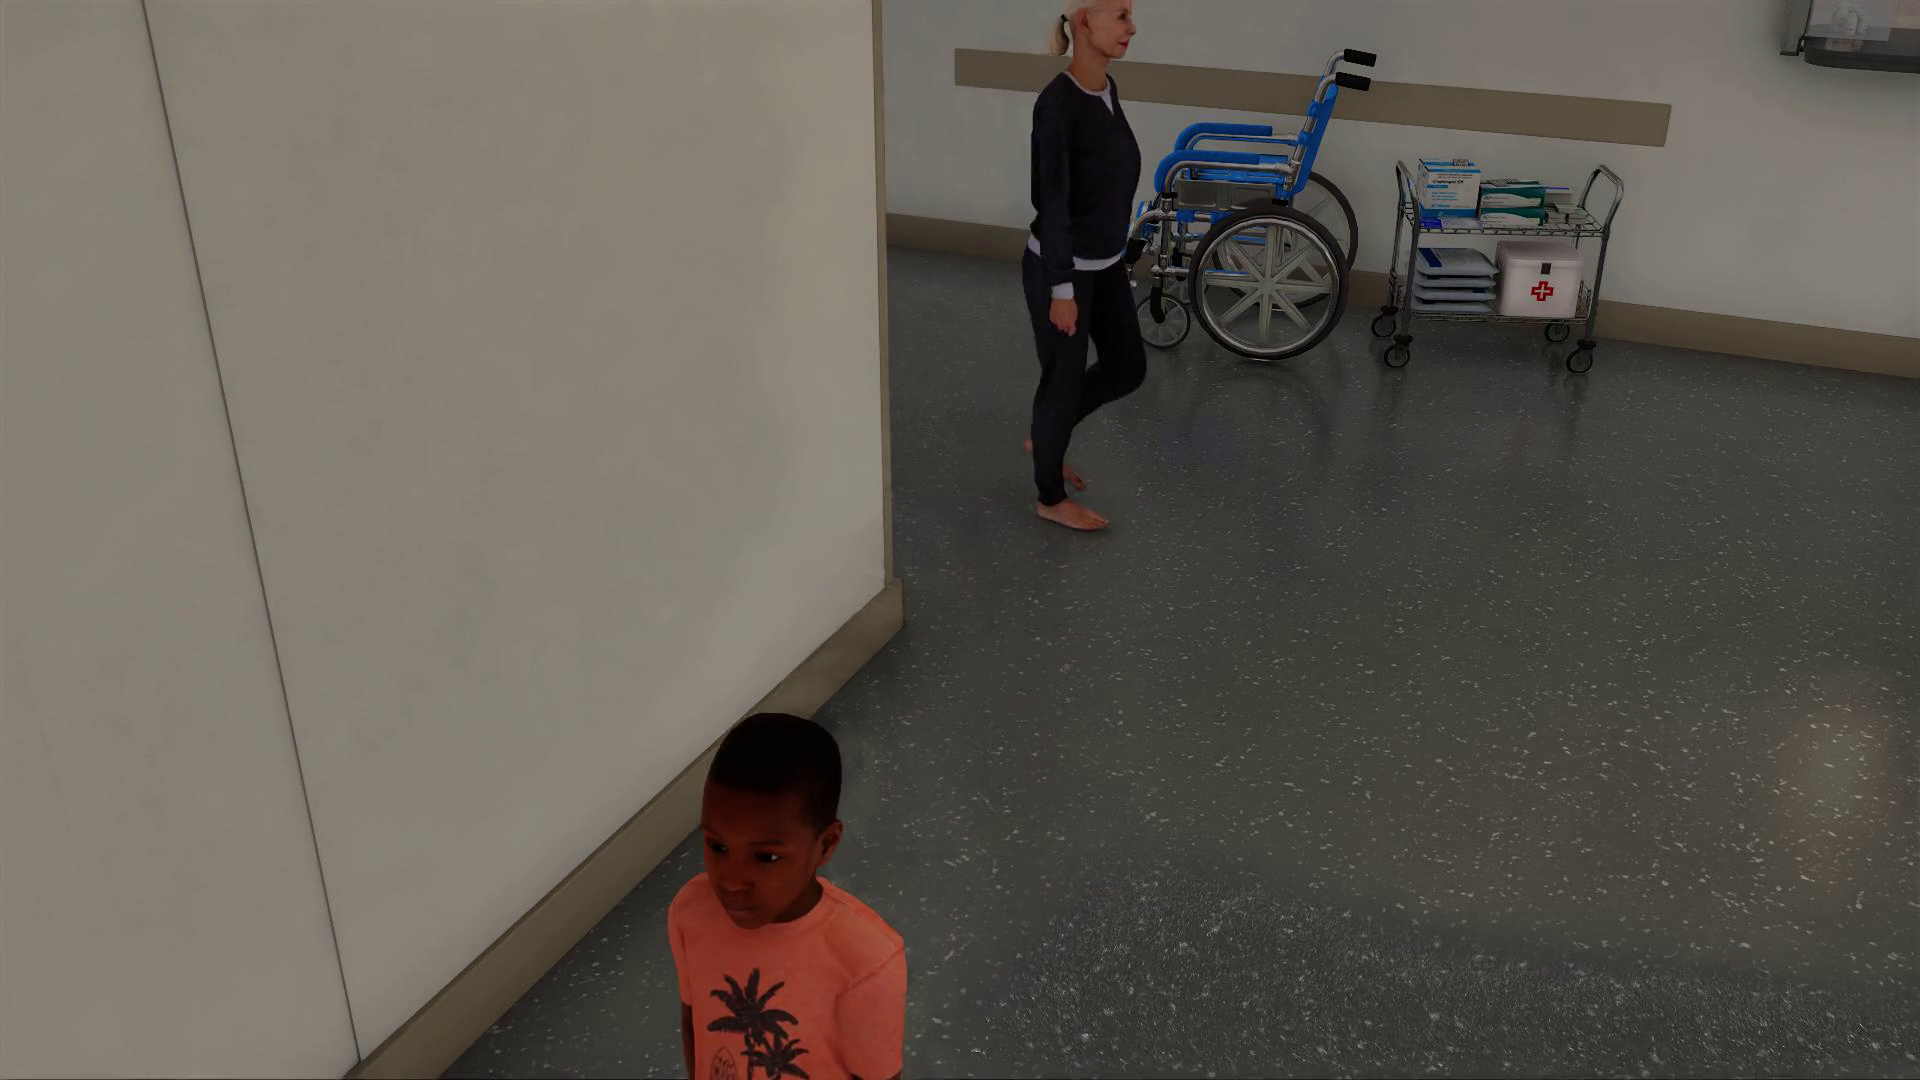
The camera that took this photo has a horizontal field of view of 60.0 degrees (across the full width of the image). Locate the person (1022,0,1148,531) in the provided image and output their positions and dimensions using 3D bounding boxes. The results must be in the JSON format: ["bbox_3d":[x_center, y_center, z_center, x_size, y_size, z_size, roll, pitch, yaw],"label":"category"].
[{"bbox_3d":[0.294,-0.870,5.129,0.730,1.719,0.605,15,30,29],"label":"person"}]

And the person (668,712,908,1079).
[{"bbox_3d":[-0.186,0.781,2.202,0.530,1.287,0.802,10,28,20],"label":"person"}]
